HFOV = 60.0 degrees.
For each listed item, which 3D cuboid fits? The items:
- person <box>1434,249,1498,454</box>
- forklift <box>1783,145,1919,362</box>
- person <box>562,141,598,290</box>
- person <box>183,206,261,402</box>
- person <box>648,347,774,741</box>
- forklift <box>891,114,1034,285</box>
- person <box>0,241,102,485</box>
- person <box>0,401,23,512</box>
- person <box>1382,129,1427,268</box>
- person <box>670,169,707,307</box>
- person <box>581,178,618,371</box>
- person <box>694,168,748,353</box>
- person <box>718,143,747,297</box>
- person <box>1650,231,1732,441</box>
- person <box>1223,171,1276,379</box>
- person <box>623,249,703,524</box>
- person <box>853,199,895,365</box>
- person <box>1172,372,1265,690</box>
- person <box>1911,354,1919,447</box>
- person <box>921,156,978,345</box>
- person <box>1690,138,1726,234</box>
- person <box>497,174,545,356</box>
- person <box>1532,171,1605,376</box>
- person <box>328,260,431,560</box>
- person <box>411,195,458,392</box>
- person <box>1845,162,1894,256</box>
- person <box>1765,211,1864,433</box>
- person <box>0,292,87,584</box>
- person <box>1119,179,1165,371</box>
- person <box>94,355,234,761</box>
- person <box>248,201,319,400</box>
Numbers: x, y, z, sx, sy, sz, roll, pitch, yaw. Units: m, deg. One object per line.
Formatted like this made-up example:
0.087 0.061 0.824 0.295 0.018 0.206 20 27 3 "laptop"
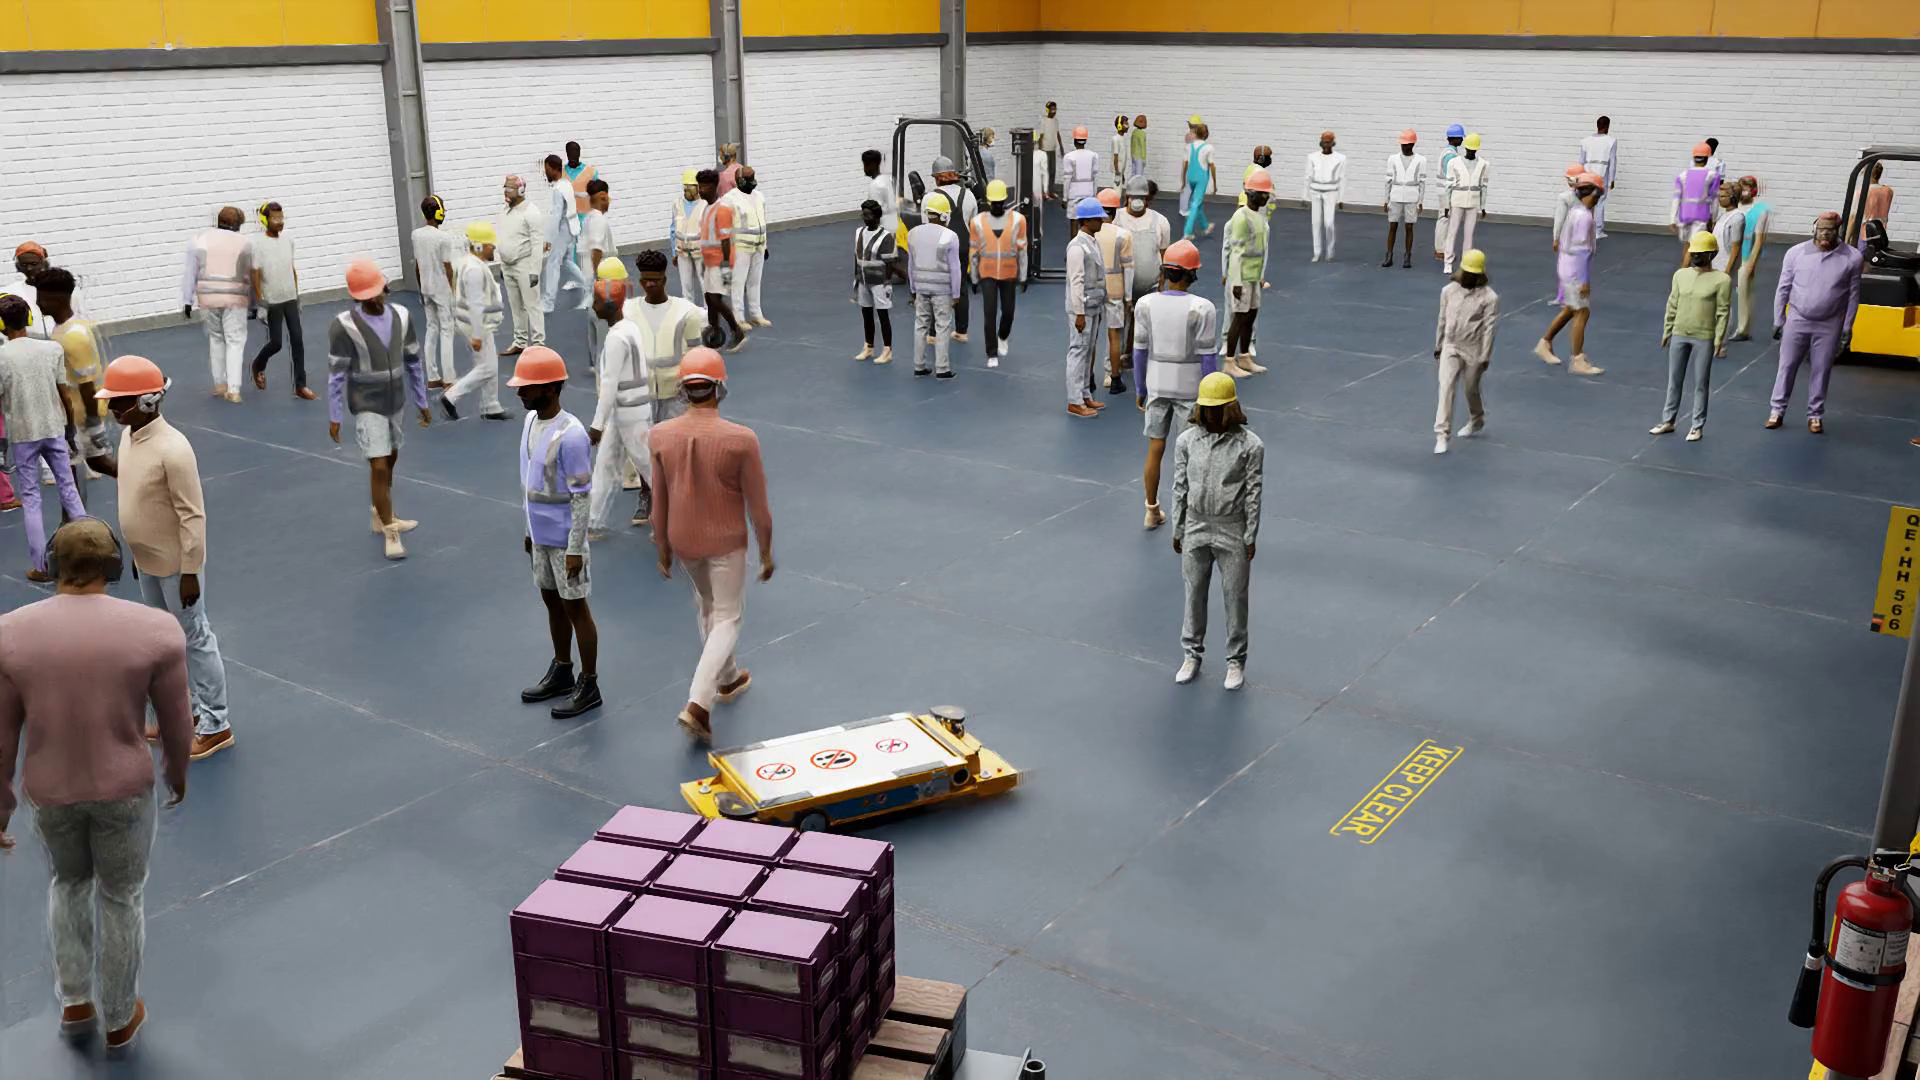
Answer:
4.215 -1.608 13.857 0.517 1.689 0.838 11 21 30 "person"
9.803 -2.879 17.013 2.313 2.155 1.214 12 21 33 "forklift"
-4.980 -4.225 21.678 0.589 1.914 0.392 1 18 3 "person"
-6.871 -2.222 15.627 0.701 1.793 0.687 -4 18 -12 "person"
-1.263 0.010 8.372 0.630 1.954 0.964 6 19 17 "person"
-0.171 -4.594 22.377 2.313 2.155 1.214 1 18 3 "forklift"
-6.973 -1.355 12.770 0.575 1.874 0.372 -8 19 -24 "person"
-7.142 -1.004 12.075 0.497 1.626 0.287 0 18 1 "person"
6.266 -4.811 23.476 0.551 1.932 0.367 6 19 19 "person"
-2.998 -3.253 18.760 0.590 1.837 0.404 5 18 16 "person"
-3.628 -2.662 16.783 0.379 1.913 0.698 -6 19 -17 "person"
-2.603 -2.930 17.562 0.481 1.953 0.666 -9 20 -26 "person"
-2.871 -4.074 21.191 0.373 1.932 0.624 5 18 16 "person"
6.210 -1.725 14.097 0.312 1.767 0.533 -15 23 -38 "person"
2.876 -2.612 16.443 0.404 2.036 0.613 11 21 31 "person"
-2.107 -1.067 11.713 0.610 1.964 0.365 0 18 0 "person"
-0.887 -2.661 17.149 0.535 1.694 0.320 16 23 40 "person"
1.361 -0.045 8.898 0.485 1.737 0.320 8 19 23 "person"
8.231 -1.557 13.786 0.509 1.631 0.270 3 18 9 "person"
-0.181 -3.160 18.142 0.680 2.000 0.537 -12 21 -33 "person"
11.220 -5.191 25.057 0.532 1.693 0.319 11 21 32 "person"
-4.607 -2.848 17.376 0.642 1.913 0.410 14 22 37 "person"
6.196 -2.688 16.745 0.688 2.005 0.711 6 19 18 "person"
-3.885 -0.898 11.171 0.699 1.995 0.659 11 21 31 "person"
-4.976 -2.341 15.875 0.514 1.862 0.327 10 20 29 "person"
10.721 -3.543 19.677 0.560 1.837 0.389 -5 18 -16 "person"
7.354 -1.872 14.330 0.652 1.906 0.402 8 20 25 "person"
-5.861 -0.638 10.554 0.321 1.860 0.517 17 24 42 "person"
1.753 -2.639 16.716 0.644 1.933 0.474 3 18 10 "person"
-3.856 0.088 8.056 0.618 1.994 0.380 14 22 37 "person"
-6.407 -2.236 15.571 0.696 1.846 0.522 11 21 31 "person"
